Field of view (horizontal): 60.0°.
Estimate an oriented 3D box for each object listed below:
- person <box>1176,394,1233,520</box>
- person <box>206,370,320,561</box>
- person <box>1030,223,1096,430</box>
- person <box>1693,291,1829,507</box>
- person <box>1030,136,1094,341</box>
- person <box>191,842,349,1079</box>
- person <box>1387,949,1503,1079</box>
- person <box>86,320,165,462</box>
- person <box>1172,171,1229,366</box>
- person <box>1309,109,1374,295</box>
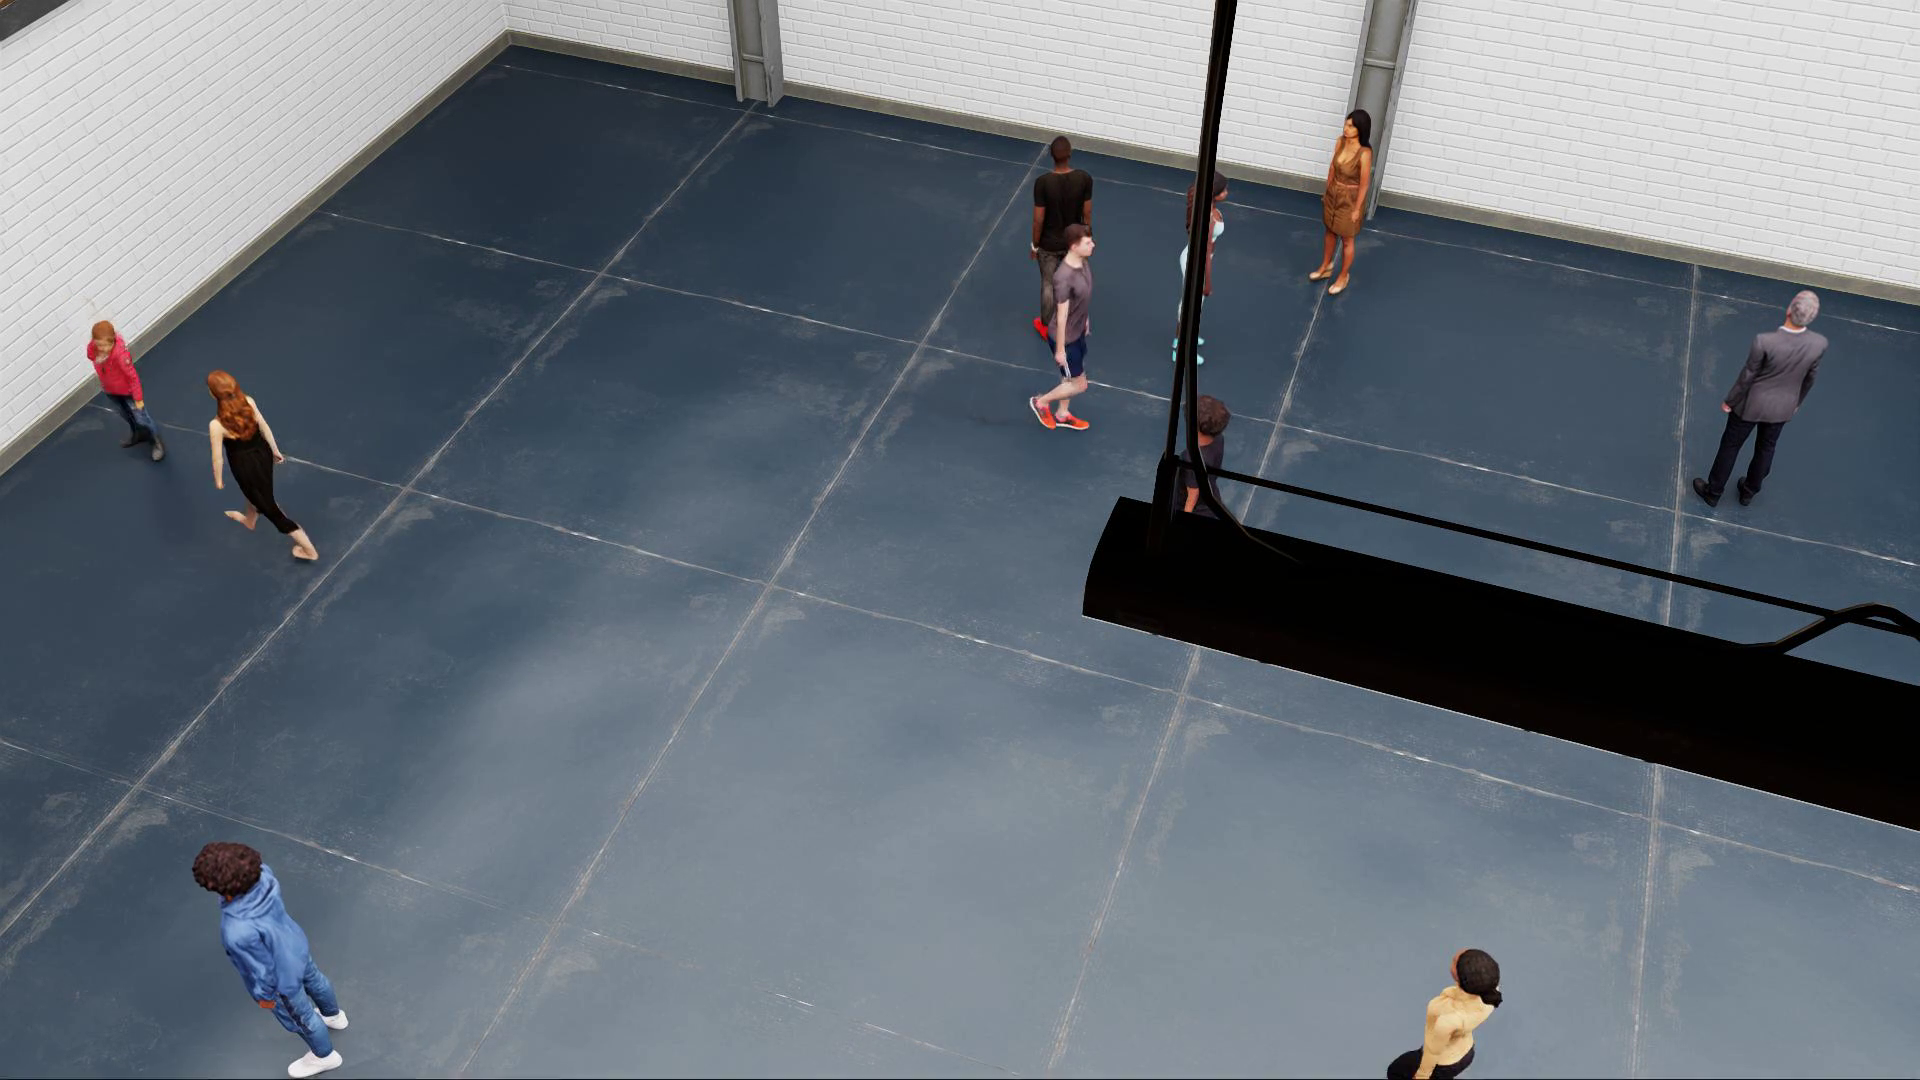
[{"bbox_3d":[1.577,-0.228,11.042,0.588,1.793,0.645,21,48,21],"label":"person"},{"bbox_3d":[-4.791,-0.457,11.437,1.055,1.579,0.611,16,46,16],"label":"person"},{"bbox_3d":[0.738,-1.557,12.404,0.683,1.838,0.652,15,46,15],"label":"person"},{"bbox_3d":[5.715,-0.995,11.811,0.674,1.842,0.853,0,44,0],"label":"person"},{"bbox_3d":[0.806,-2.401,13.315,0.653,1.804,0.775,-8,44,-8],"label":"person"},{"bbox_3d":[-3.515,2.143,8.542,0.719,1.808,0.754,-4,44,-4],"label":"person"},{"bbox_3d":[2.438,2.585,8.194,0.731,1.650,0.773,-26,49,-25],"label":"person"},{"bbox_3d":[-6.210,-1.140,12.367,0.466,1.286,0.690,23,48,22],"label":"person"},{"bbox_3d":[1.865,-2.154,13.114,0.651,1.723,0.642,-2,44,-3],"label":"person"},{"bbox_3d":[3.206,-2.816,13.835,0.708,1.688,0.631,-22,48,-22],"label":"person"}]
